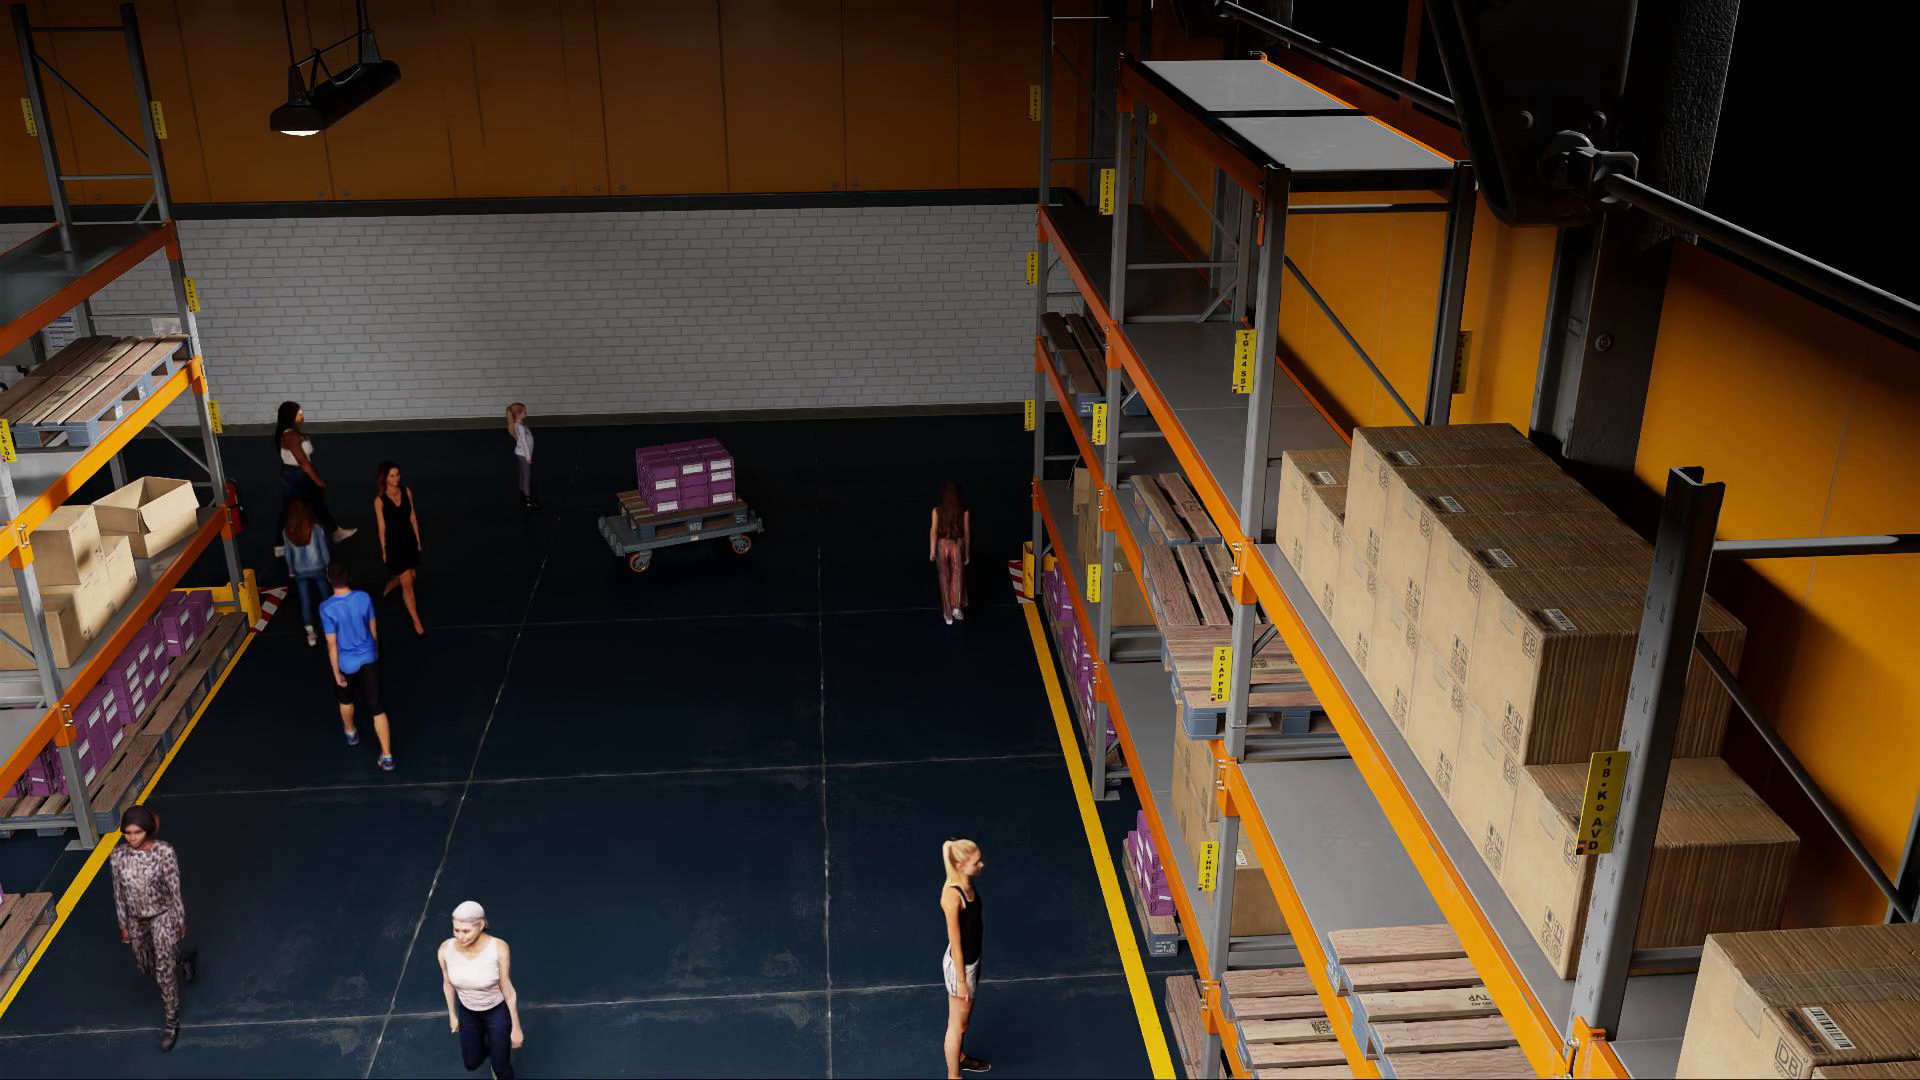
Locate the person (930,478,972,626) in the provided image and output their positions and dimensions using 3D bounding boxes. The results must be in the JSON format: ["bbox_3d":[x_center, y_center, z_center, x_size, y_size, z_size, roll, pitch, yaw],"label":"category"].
[{"bbox_3d":[-0.087,0.144,16.492,0.544,1.552,0.668,-2,24,-5],"label":"person"}]

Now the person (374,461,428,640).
[{"bbox_3d":[-5.533,0.079,16.313,1.047,1.815,1.005,18,29,35],"label":"person"}]

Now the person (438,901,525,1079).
[{"bbox_3d":[-2.866,2.841,10.156,0.690,1.687,0.885,1,24,2],"label":"person"}]

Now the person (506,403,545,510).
[{"bbox_3d":[-5.112,-1.000,19.452,0.617,1.279,0.529,-11,26,-24],"label":"person"}]

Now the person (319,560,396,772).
[{"bbox_3d":[-5.032,1.092,13.992,0.994,1.818,1.315,-14,27,-28],"label":"person"}]

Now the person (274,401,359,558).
[{"bbox_3d":[-7.279,-0.617,17.974,0.925,1.761,1.139,-9,25,-20],"label":"person"}]

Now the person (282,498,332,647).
[{"bbox_3d":[-6.354,0.338,16.191,0.664,1.438,1.011,-5,24,-11],"label":"person"}]

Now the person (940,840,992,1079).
[{"bbox_3d":[0.013,2.638,10.422,0.719,1.846,0.555,4,24,9],"label":"person"}]

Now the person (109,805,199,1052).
[{"bbox_3d":[-5.292,2.480,10.969,0.617,1.697,0.972,-1,24,-2],"label":"person"}]
